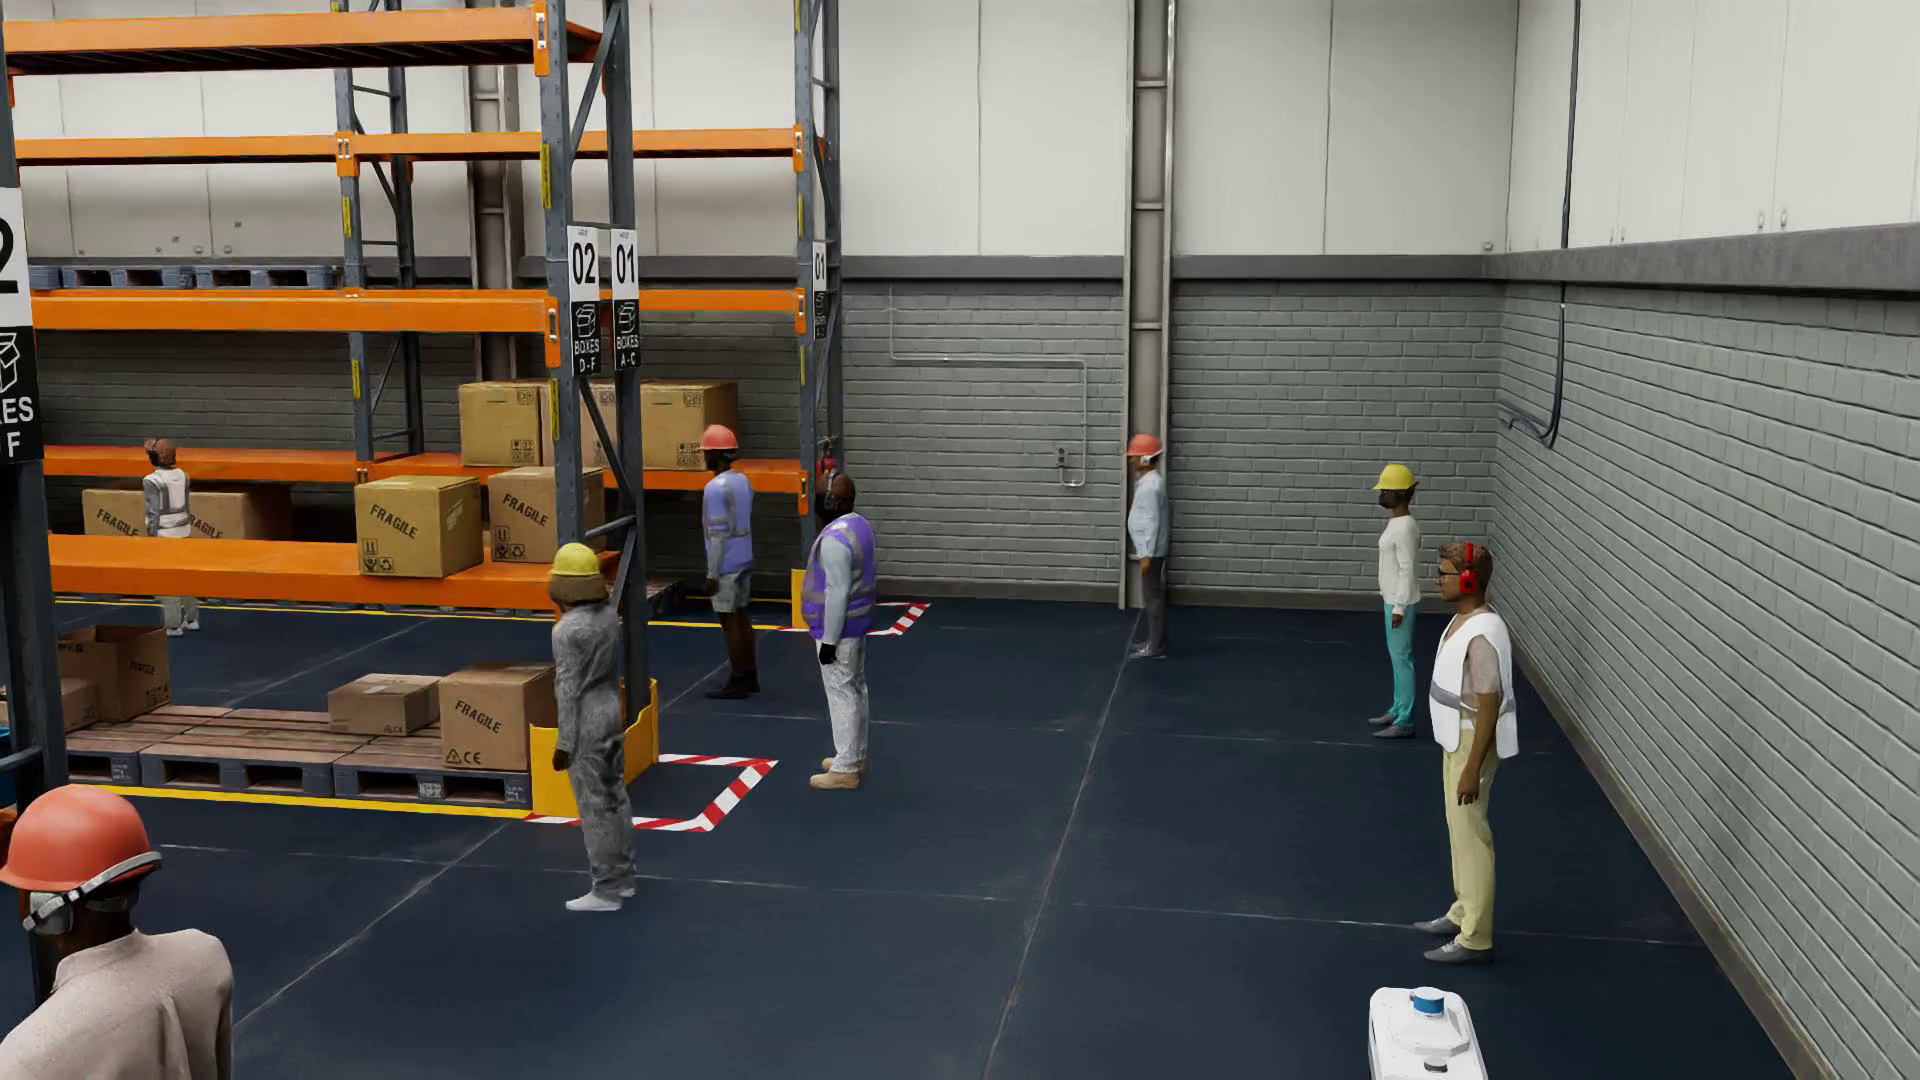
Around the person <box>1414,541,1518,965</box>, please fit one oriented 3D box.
[{"bbox_3d":[2.212,0.917,7.201,0.372,1.843,0.570,2,9,10],"label":"person"}]

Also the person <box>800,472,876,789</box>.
[{"bbox_3d":[-0.711,0.519,9.682,0.429,1.841,0.633,2,9,10],"label":"person"}]

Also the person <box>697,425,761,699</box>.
[{"bbox_3d":[-1.641,0.163,11.663,0.417,1.925,0.560,3,10,17],"label":"person"}]

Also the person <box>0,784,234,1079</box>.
[{"bbox_3d":[-1.687,1.462,3.358,0.396,1.992,0.622,2,9,10],"label":"person"}]

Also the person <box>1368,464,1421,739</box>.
[{"bbox_3d":[2.791,0.393,10.697,0.325,1.767,0.533,2,9,10],"label":"person"}]

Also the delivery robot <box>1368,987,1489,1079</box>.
[{"bbox_3d":[1.583,1.763,5.651,0.477,0.478,0.707,2,9,10],"label":"delivery robot"}]

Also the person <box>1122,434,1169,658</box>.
[{"bbox_3d":[1.438,0.055,12.909,0.412,1.743,0.579,1,9,7],"label":"person"}]

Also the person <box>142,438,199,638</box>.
[{"bbox_3d":[-6.480,-0.016,13.628,0.310,1.638,0.522,2,9,10],"label":"person"}]

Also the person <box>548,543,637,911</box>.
[{"bbox_3d":[-1.741,0.880,7.810,0.403,1.729,0.513,3,10,18],"label":"person"}]
